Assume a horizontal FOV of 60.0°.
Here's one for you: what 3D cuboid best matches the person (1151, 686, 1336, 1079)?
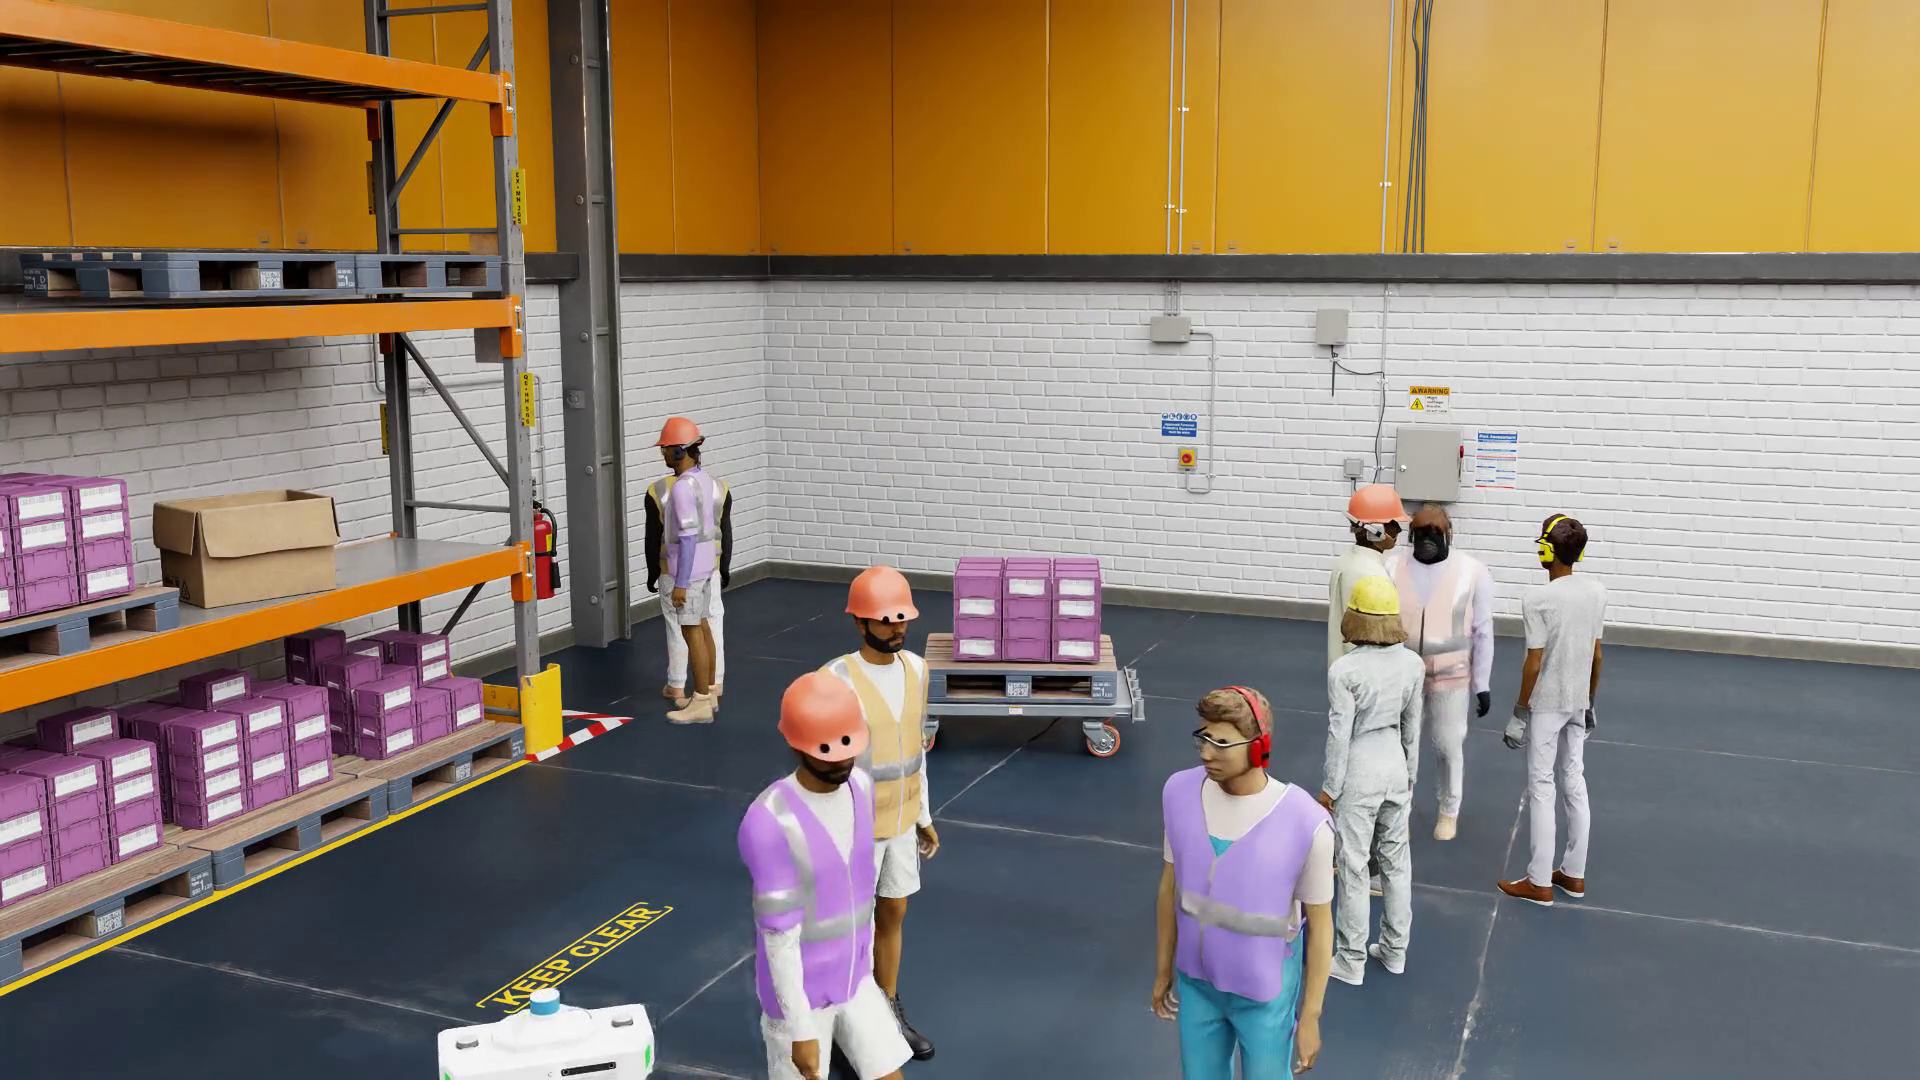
[{"bbox_3d":[0.828,1.316,4.905,0.569,1.840,0.374,8,13,41],"label":"person"}]

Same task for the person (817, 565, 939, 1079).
[{"bbox_3d":[-0.300,1.048,6.238,0.542,1.939,0.364,-9,13,-43],"label":"person"}]

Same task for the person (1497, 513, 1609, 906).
[{"bbox_3d":[2.821,0.806,7.924,0.521,1.869,0.328,-4,10,-25],"label":"person"}]

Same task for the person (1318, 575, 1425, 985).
[{"bbox_3d":[1.728,1.009,7.068,0.493,1.743,0.299,-5,10,-26],"label":"person"}]

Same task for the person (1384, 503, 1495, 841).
[{"bbox_3d":[2.437,0.705,8.661,0.644,1.842,0.477,5,10,26],"label":"person"}]

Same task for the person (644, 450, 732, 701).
[{"bbox_3d":[-1.905,0.203,11.654,0.625,1.843,0.430,-4,10,-23],"label":"person"}]

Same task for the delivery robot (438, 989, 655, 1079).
[{"bbox_3d":[-1.411,1.782,5.693,0.707,0.478,0.477,-3,10,-18],"label":"delivery robot"}]

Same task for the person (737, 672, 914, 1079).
[{"bbox_3d":[-0.403,1.294,4.859,0.463,1.904,0.554,7,12,37],"label":"person"}]

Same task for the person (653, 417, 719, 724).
[{"bbox_3d":[-1.825,0.202,11.054,0.393,2.041,0.614,1,9,3],"label":"person"}]

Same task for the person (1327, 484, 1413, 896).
[{"bbox_3d":[1.972,0.717,8.076,0.378,1.995,0.612,-1,9,-7],"label":"person"}]
